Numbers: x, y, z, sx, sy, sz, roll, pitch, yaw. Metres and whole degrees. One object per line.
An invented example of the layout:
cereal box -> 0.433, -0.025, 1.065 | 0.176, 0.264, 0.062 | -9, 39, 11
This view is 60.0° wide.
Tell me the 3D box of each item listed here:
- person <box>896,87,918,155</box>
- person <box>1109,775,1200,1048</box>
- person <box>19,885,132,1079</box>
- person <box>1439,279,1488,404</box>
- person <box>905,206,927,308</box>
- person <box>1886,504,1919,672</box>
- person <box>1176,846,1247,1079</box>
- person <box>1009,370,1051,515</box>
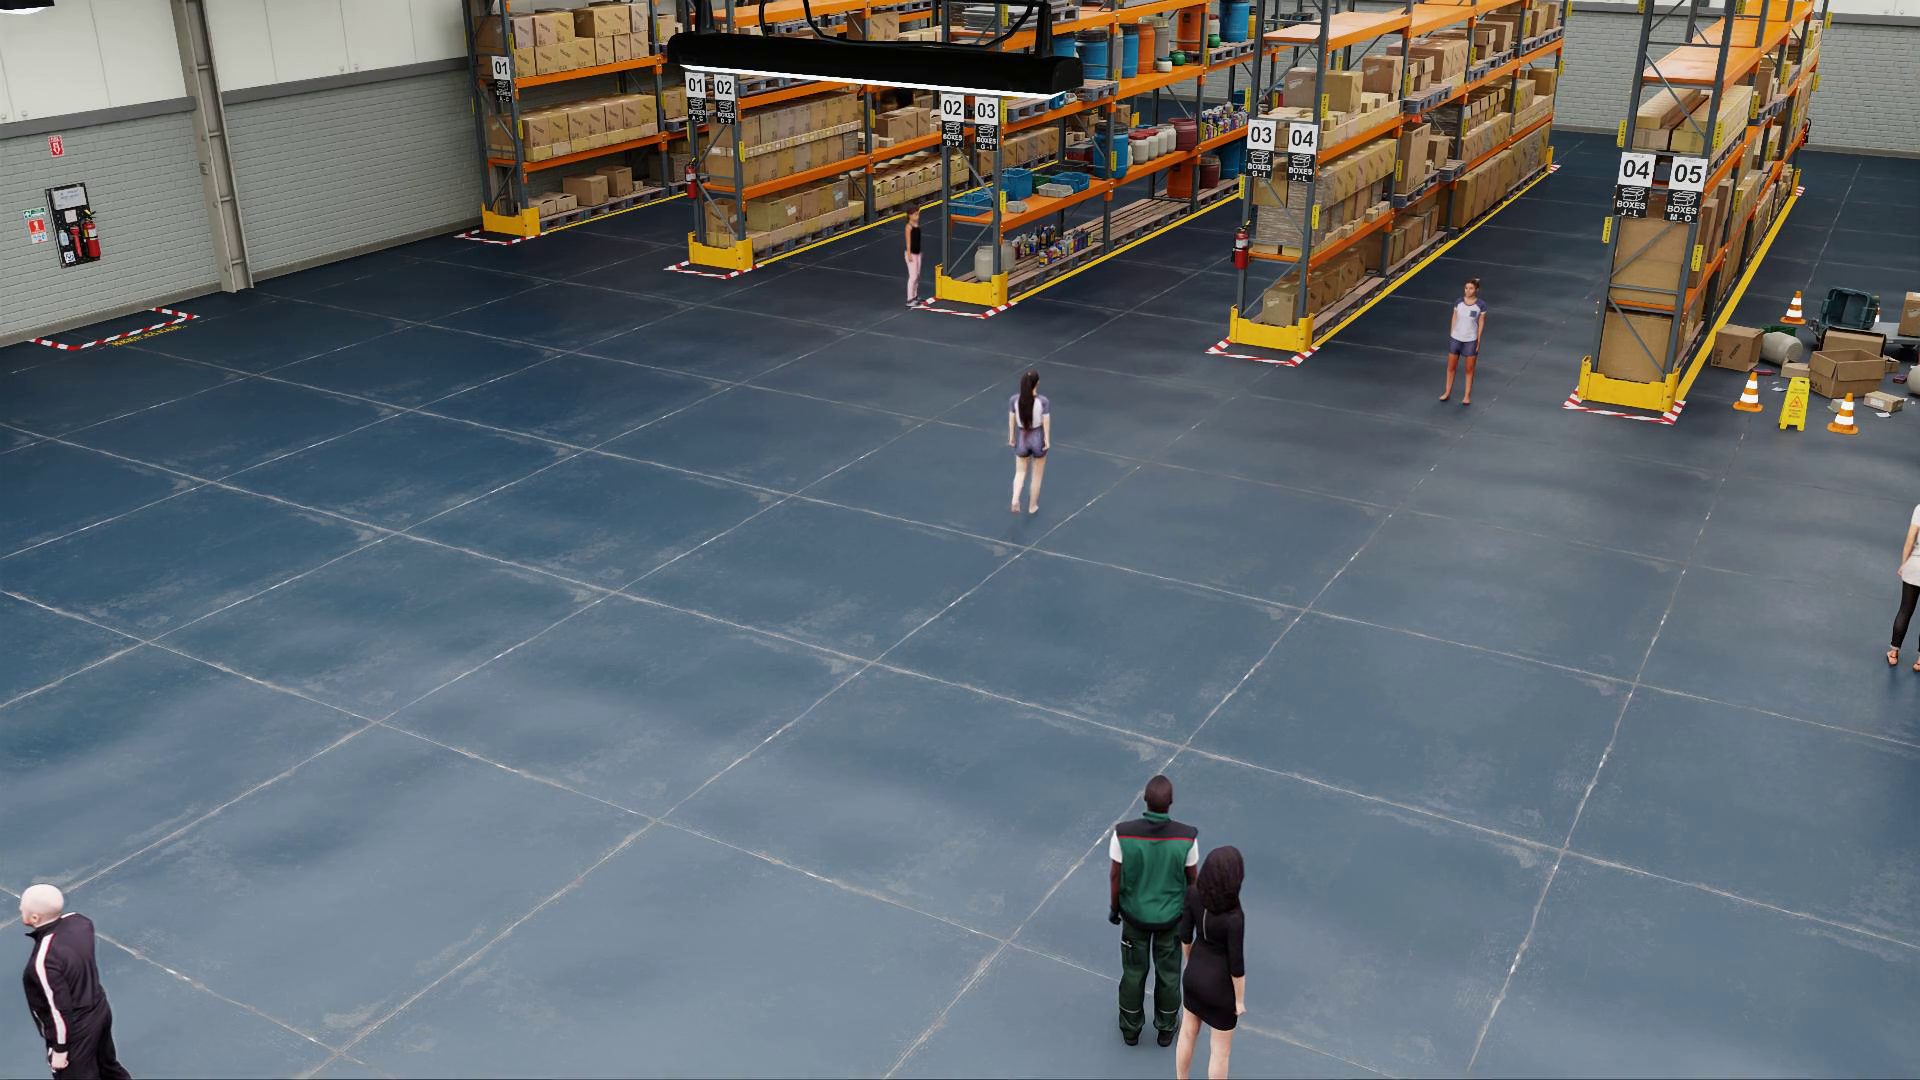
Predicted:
person -> -1.293, -9.646, 37.844 | 0.661, 1.824, 1.100 | 13, 26, 28
person -> 1.153, 2.218, 9.928 | 0.774, 1.840, 0.760 | 2, 23, 5
person -> -4.734, 2.636, 8.948 | 0.834, 1.836, 0.732 | -2, 23, -6
person -> 6.522, -2.582, 21.489 | 0.572, 1.625, 0.530 | 13, 26, 28
person -> -0.733, -4.446, 25.950 | 0.607, 1.563, 0.507 | 9, 25, 20
person -> 8.456, 0.272, 14.520 | 0.651, 1.826, 0.598 | 20, 30, 38
person -> 1.399, 2.503, 9.301 | 0.613, 1.805, 0.649 | -17, 28, -34
person -> 0.737, -1.005, 17.766 | 0.687, 1.635, 0.808 | 7, 24, 16
